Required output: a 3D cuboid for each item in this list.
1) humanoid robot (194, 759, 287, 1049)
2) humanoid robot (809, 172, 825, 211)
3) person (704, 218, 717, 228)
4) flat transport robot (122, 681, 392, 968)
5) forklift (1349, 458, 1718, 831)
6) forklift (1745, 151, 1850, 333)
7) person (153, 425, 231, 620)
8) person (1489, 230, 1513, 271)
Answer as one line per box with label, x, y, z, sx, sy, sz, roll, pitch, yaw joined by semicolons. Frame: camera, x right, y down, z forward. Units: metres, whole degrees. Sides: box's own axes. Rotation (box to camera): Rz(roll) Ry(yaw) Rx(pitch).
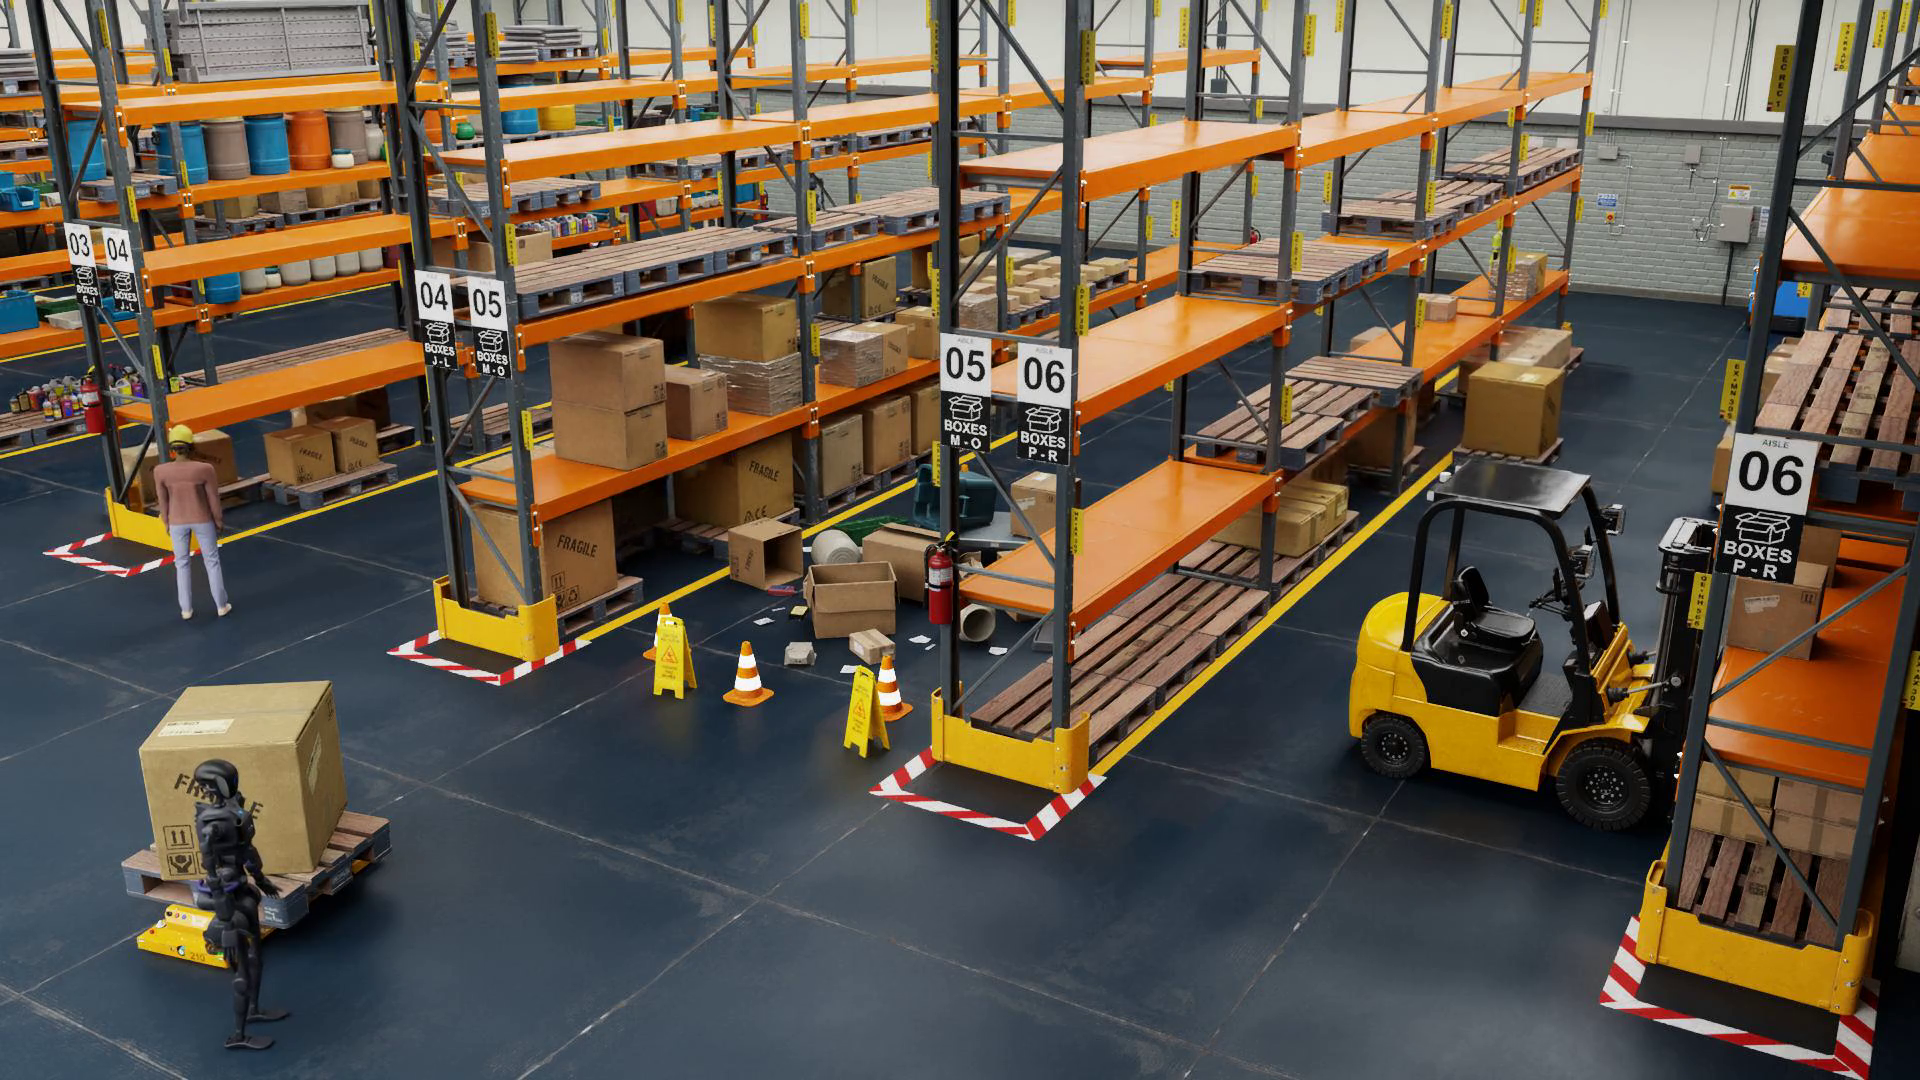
humanoid robot;-3.856;1.923;8.895;0.326;1.655;0.601;-2;19;-5
humanoid robot;-3.119;-7.026;34.789;0.610;1.642;0.443;-7;20;-19
person;-5.236;-7.063;34.866;0.491;1.688;0.347;-6;20;-17
flat transport robot;-4.346;2.161;10.368;0.659;0.231;1.431;6;20;18
forklift;3.988;0.658;11.776;2.313;2.155;1.214;11;22;29
forklift;13.620;-4.667;26.137;1.873;2.768;1.129;11;22;29
person;-6.834;-0.163;14.817;0.516;1.759;0.343;-5;20;-14
person;8.958;-4.549;27.585;0.320;1.692;0.531;15;24;37
